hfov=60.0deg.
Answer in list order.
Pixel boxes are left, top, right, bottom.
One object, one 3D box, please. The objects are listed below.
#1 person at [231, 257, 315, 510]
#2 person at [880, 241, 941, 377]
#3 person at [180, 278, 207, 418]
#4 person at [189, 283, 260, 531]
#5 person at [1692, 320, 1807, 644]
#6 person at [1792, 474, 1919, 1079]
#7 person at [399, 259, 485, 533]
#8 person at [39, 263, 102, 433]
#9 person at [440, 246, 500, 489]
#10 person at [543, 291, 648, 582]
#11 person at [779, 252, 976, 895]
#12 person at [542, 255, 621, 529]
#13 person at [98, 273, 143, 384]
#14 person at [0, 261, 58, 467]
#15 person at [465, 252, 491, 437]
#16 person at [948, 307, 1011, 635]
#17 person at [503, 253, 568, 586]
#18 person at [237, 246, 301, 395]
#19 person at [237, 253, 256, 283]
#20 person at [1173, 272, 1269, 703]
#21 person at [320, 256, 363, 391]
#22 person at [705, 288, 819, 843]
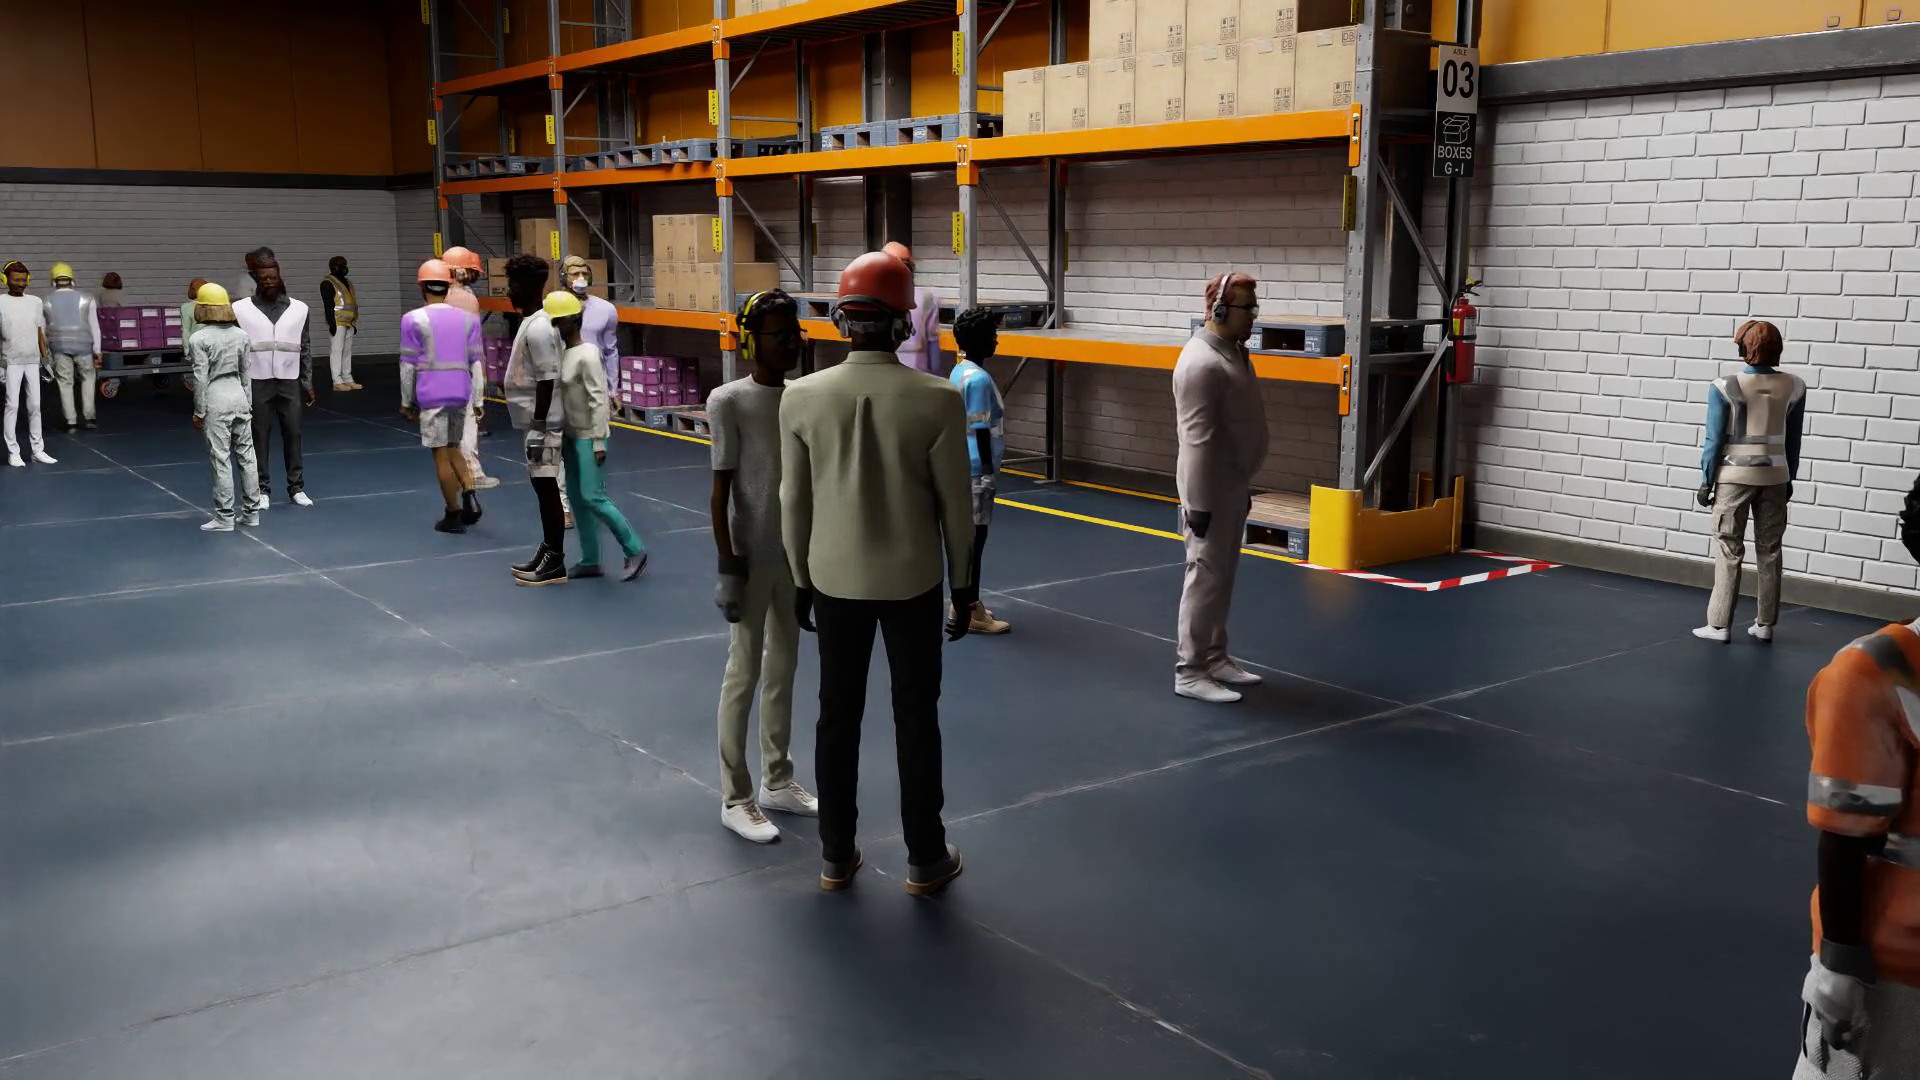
[{"bbox_3d":[-5.259,-1.199,12.751,0.591,1.919,0.392,-7,12,-34],"label":"person"},{"bbox_3d":[-0.457,-1.214,12.507,0.644,2.032,0.421,-3,10,-15],"label":"person"},{"bbox_3d":[-8.722,-2.203,19.215,0.491,1.624,0.299,-10,14,-43],"label":"person"},{"bbox_3d":[-5.217,-0.936,11.760,0.290,1.745,0.487,5,11,25],"label":"person"},{"bbox_3d":[3.987,-0.284,8.402,0.514,1.641,0.308,-1,10,-6],"label":"person"},{"bbox_3d":[1.628,0.691,2.784,0.540,1.696,0.316,-4,11,-21],"label":"person"},{"bbox_3d":[-3.638,-0.993,11.619,0.455,1.911,0.535,9,13,40],"label":"person"},{"bbox_3d":[-9.593,-2.072,17.940,0.620,1.803,0.682,-4,11,-22],"label":"person"},{"bbox_3d":[-4.112,-1.410,13.751,0.623,1.993,0.436,8,13,38],"label":"person"},{"bbox_3d":[-2.241,-0.611,9.949,0.469,1.757,0.543,-6,12,-32],"label":"person"},{"bbox_3d":[-0.250,0.118,5.160,0.612,1.995,0.376,2,10,11],"label":"person"},{"bbox_3d":[-2.719,-1.053,11.874,0.630,1.940,0.372,-6,12,-32],"label":"person"},{"bbox_3d":[-12.083,-3.038,23.954,0.507,1.599,0.817,5,11,27],"label":"person"},{"bbox_3d":[-8.538,-1.601,15.156,0.329,1.865,0.516,6,12,32],"label":"person"},{"bbox_3d":[-5.143,-2.044,17.453,0.368,1.929,0.542,-3,11,-18],"label":"person"},{"bbox_3d":[0.079,-0.361,8.677,0.318,1.697,0.534,-3,10,-14],"label":"person"},{"bbox_3d":[-2.521,-0.715,9.900,0.367,1.967,0.606,-3,11,-17],"label":"person"},{"bbox_3d":[-9.220,-2.922,22.057,1.010,2.000,0.682,8,13,39],"label":"person"},{"bbox_3d":[-10.375,-3.288,24.550,0.574,1.882,0.356,6,12,29],"label":"person"},{"bbox_3d":[1.163,-0.230,7.392,0.401,1.897,0.650,4,11,22],"label":"person"},{"bbox_3d":[-8.521,-2.982,22.944,0.429,1.846,0.625,1,10,8],"label":"person"},{"bbox_3d":[-0.647,0.079,5.720,0.328,1.874,0.517,7,12,34],"label":"person"}]
